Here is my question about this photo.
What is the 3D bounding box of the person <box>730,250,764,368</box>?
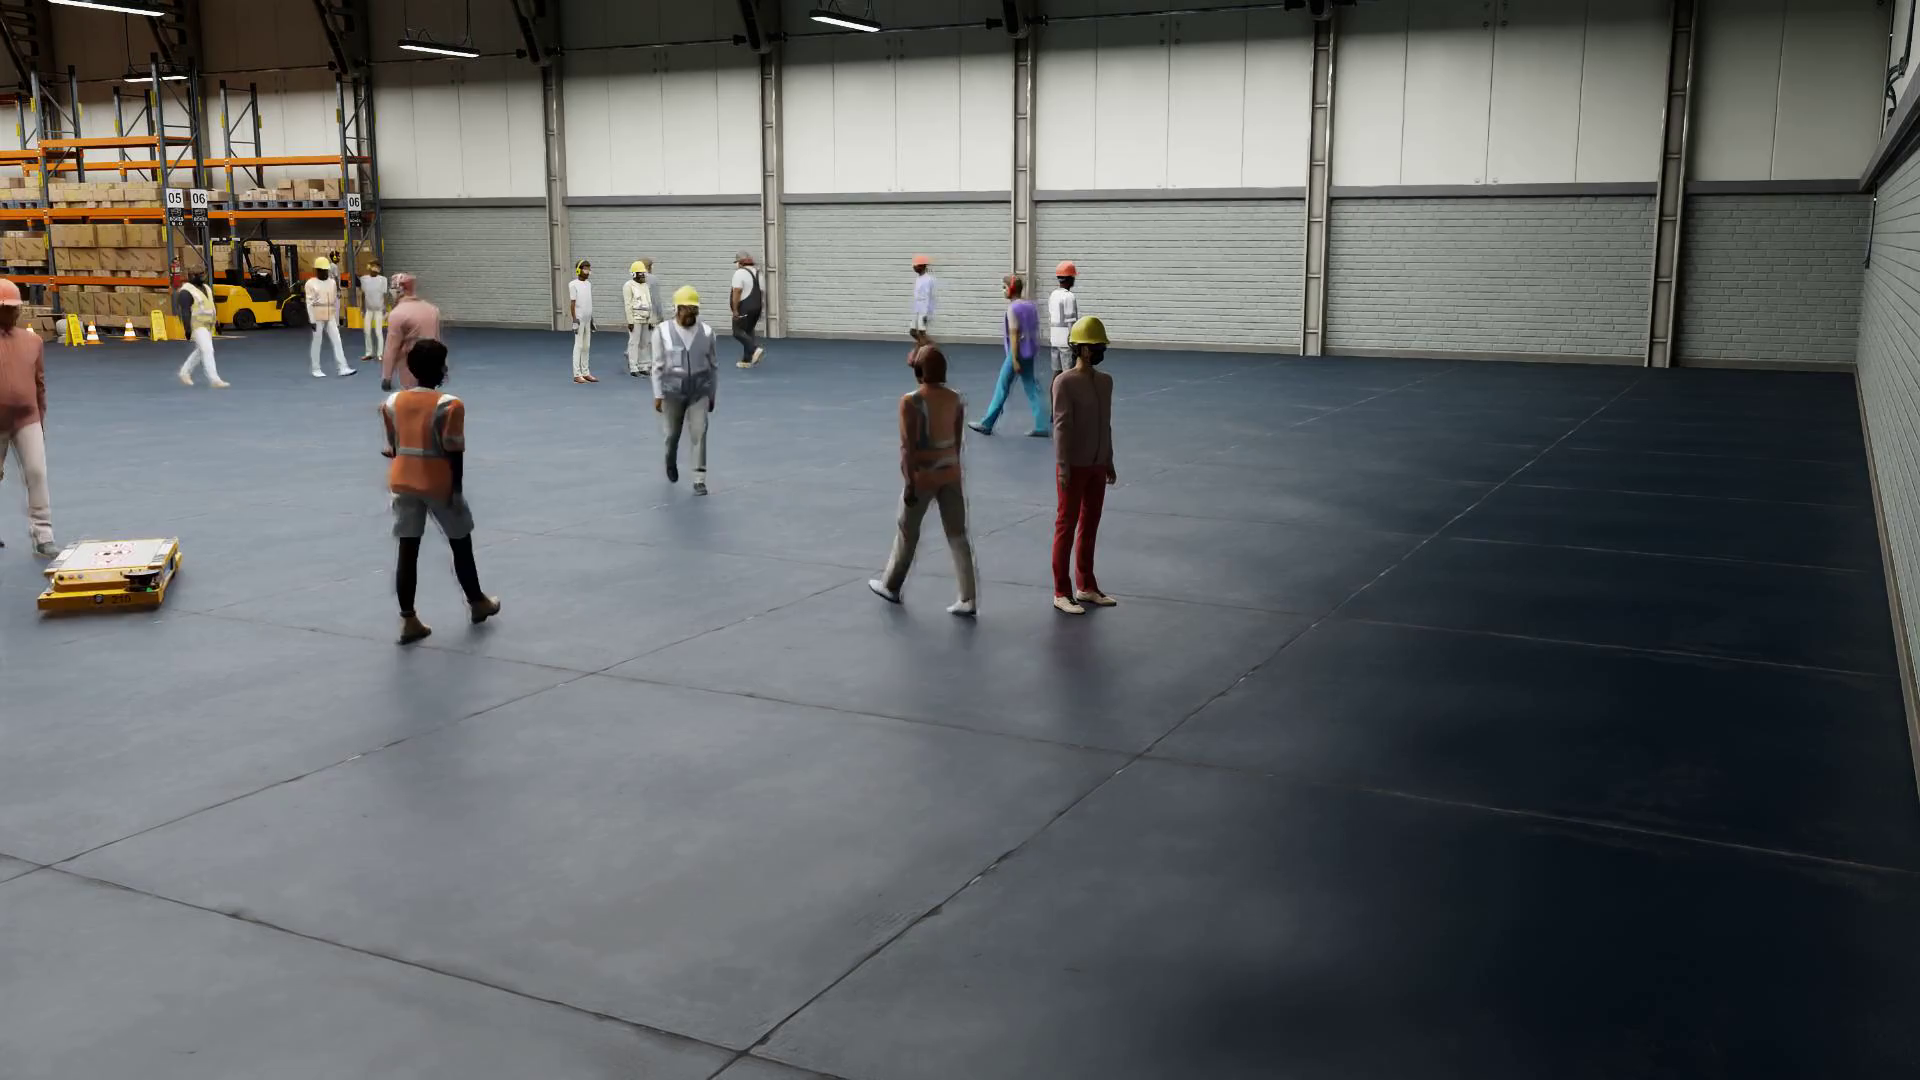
[{"bbox_3d":[-3.565,-3.912,28.074,0.681,2.000,0.733,6,12,32],"label":"person"}]

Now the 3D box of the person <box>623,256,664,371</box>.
[{"bbox_3d":[-5.257,-3.686,27.261,0.649,1.906,0.848,8,13,36],"label":"person"}]

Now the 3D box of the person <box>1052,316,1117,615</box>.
[{"bbox_3d":[0.752,-0.450,9.951,0.309,1.769,0.524,9,14,40],"label":"person"}]

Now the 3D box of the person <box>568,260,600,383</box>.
[{"bbox_3d":[-5.735,-3.325,25.361,0.329,1.865,0.515,4,11,22],"label":"person"}]

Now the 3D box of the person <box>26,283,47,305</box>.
[{"bbox_3d":[-24.756,-6.870,44.557,0.402,1.918,0.580,5,11,23],"label":"person"}]

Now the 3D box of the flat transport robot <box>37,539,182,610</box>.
[{"bbox_3d":[-5.362,0.189,10.544,0.652,0.197,1.431,-4,11,-19],"label":"flat transport robot"}]

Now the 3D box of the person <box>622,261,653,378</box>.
[{"bbox_3d":[-5.063,-3.480,26.291,0.403,1.833,0.586,4,11,22],"label":"person"}]

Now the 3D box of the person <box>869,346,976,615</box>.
[{"bbox_3d":[-0.190,-0.361,9.926,0.541,1.584,0.877,-9,14,-40],"label":"person"}]

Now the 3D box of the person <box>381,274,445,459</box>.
[{"bbox_3d":[-5.408,-1.645,16.199,0.953,1.858,0.657,3,11,15],"label":"person"}]

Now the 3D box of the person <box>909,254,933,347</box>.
[{"bbox_3d":[-0.649,-3.890,28.258,0.423,1.927,0.564,-3,11,-16],"label":"person"}]

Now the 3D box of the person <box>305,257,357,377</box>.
[{"bbox_3d":[-9.959,-3.495,26.209,0.906,1.884,0.626,6,12,30],"label":"person"}]

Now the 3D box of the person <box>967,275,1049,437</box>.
[{"bbox_3d":[0.577,-2.041,18.547,0.948,1.795,0.570,5,12,27],"label":"person"}]

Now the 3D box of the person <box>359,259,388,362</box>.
[{"bbox_3d":[-10.347,-4.047,29.385,0.569,1.830,0.458,1,10,3],"label":"person"}]

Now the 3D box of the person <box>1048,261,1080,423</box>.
[{"bbox_3d":[1.261,-2.342,19.794,0.358,1.938,0.545,-5,11,-24],"label":"person"}]

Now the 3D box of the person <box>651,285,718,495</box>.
[{"bbox_3d":[-2.414,-1.322,14.568,0.590,1.815,0.727,-3,11,-18],"label":"person"}]

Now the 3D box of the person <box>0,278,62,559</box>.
[{"bbox_3d":[-6.741,-0.857,11.692,0.983,1.958,0.620,8,13,36],"label":"person"}]

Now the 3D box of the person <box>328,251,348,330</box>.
[{"bbox_3d":[-14.871,-5.943,39.624,0.309,1.868,0.534,-8,13,-38],"label":"person"}]

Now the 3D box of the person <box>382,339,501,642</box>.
[{"bbox_3d":[-2.947,-0.301,9.390,0.546,1.657,0.816,3,11,14],"label":"person"}]

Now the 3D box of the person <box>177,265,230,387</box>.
[{"bbox_3d":[-11.279,-3.162,24.603,0.870,1.818,0.618,1,10,6],"label":"person"}]
